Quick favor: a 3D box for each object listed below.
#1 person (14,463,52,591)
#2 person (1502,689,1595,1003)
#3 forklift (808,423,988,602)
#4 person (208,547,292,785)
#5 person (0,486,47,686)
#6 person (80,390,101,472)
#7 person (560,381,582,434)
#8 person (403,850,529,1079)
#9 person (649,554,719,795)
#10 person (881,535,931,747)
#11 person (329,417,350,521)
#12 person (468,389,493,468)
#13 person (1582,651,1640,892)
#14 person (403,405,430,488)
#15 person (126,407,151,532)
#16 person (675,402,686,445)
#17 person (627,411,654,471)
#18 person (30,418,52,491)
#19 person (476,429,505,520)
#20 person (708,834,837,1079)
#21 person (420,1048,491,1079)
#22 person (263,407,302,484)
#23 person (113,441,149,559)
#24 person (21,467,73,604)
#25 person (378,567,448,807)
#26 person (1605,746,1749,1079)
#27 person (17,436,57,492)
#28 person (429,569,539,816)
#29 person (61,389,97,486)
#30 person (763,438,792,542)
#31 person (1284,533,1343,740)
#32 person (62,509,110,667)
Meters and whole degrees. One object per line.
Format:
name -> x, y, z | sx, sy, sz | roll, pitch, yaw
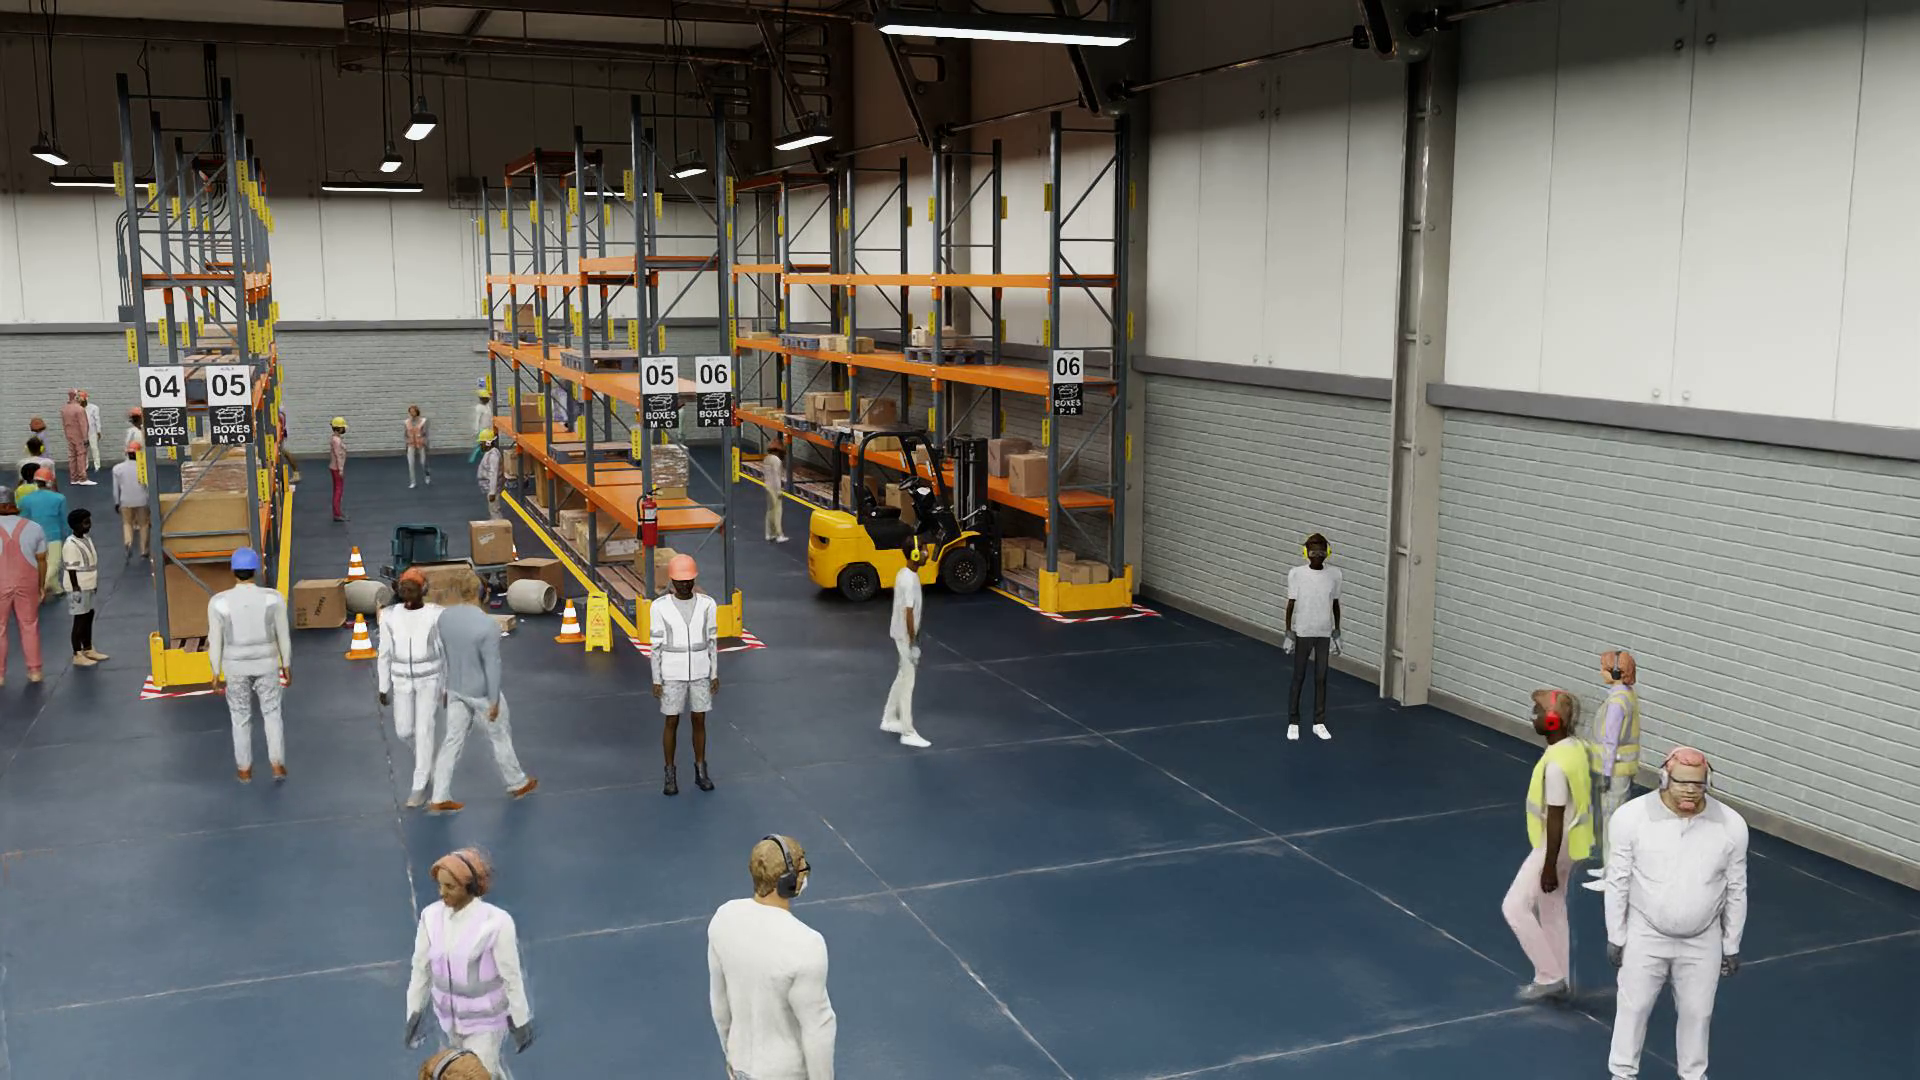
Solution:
person -> -12.124, -0.166, 21.768 | 0.537, 1.695, 0.320 | 5, 10, 30
person -> 3.319, 1.738, 9.373 | 0.476, 1.826, 0.591 | 5, 10, 27
forklift -> -0.830, -0.399, 21.676 | 2.313, 2.155, 1.214 | -4, 10, -21
person -> -5.759, 1.021, 13.524 | 0.616, 1.946, 0.403 | -4, 10, -24
person -> -9.630, 0.446, 16.840 | 0.686, 2.000, 0.535 | -8, 12, -41
person -> -18.369, -2.282, 34.957 | 0.576, 1.739, 0.349 | -2, 9, -13
person -> -8.839, -2.738, 37.777 | 1.040, 1.758, 0.630 | 6, 11, 33
person -> -2.231, 2.167, 7.392 | 0.545, 1.587, 0.862 | 5, 10, 27
person -> -2.186, 1.064, 13.271 | 0.551, 1.936, 0.357 | -4, 10, -22
person -> -0.473, 0.884, 14.638 | 0.412, 1.866, 0.671 | 0, 9, -3
person -> -10.460, -1.194, 28.057 | 0.339, 1.757, 0.518 | -4, 10, -26
person -> -10.185, -2.362, 35.482 | 0.846, 1.735, 0.532 | 2, 9, 14
person -> 4.407, 1.549, 11.191 | 0.310, 1.631, 0.508 | 5, 10, 29
person -> -10.616, -1.842, 32.538 | 0.524, 1.620, 0.595 | 0, 9, 0
person -> -13.339, -1.143, 27.028 | 0.552, 1.996, 0.727 | -6, 11, -32
person -> -5.855, -2.203, 34.828 | 0.289, 1.623, 0.500 | -3, 9, -16
person -> -5.612, -1.443, 29.404 | 0.524, 1.831, 0.975 | -5, 10, -28
person -> -16.299, -1.346, 29.514 | 0.280, 1.605, 0.597 | -4, 10, -26
person -> -7.111, -0.773, 25.226 | 0.403, 1.820, 0.595 | -3, 10, -21
person -> -0.730, 2.113, 6.664 | 0.635, 1.938, 0.361 | 8, 12, 40
person -> -1.533, 2.417, 5.052 | 0.324, 1.842, 0.514 | 2, 9, 15
person -> -13.555, -2.066, 32.877 | 1.029, 1.976, 0.636 | 0, 9, -2
person -> -11.988, -0.572, 24.192 | 0.582, 1.735, 0.455 | -4, 10, -22
person -> -11.554, -0.063, 21.028 | 0.565, 1.730, 0.760 | 1, 9, 5
person -> -4.287, 1.118, 13.179 | 0.592, 1.862, 0.751 | 0, 9, -2
person -> 3.456, 1.917, 8.050 | 0.642, 1.899, 0.394 | 2, 9, 13
person -> -13.193, -0.561, 23.799 | 0.516, 1.853, 0.682 | -2, 9, -14
person -> -3.738, 1.156, 12.846 | 0.639, 1.912, 0.857 | 4, 10, 26
person -> -17.379, -2.022, 32.797 | 0.651, 1.906, 0.409 | 5, 10, 30
person -> -2.867, -0.775, 25.867 | 0.297, 1.611, 0.709 | -5, 10, -30
person -> 3.149, 0.855, 14.806 | 0.532, 1.868, 0.310 | -1, 9, -3
person -> -9.299, 0.501, 17.609 | 0.322, 1.683, 0.542 | -1, 9, -8
